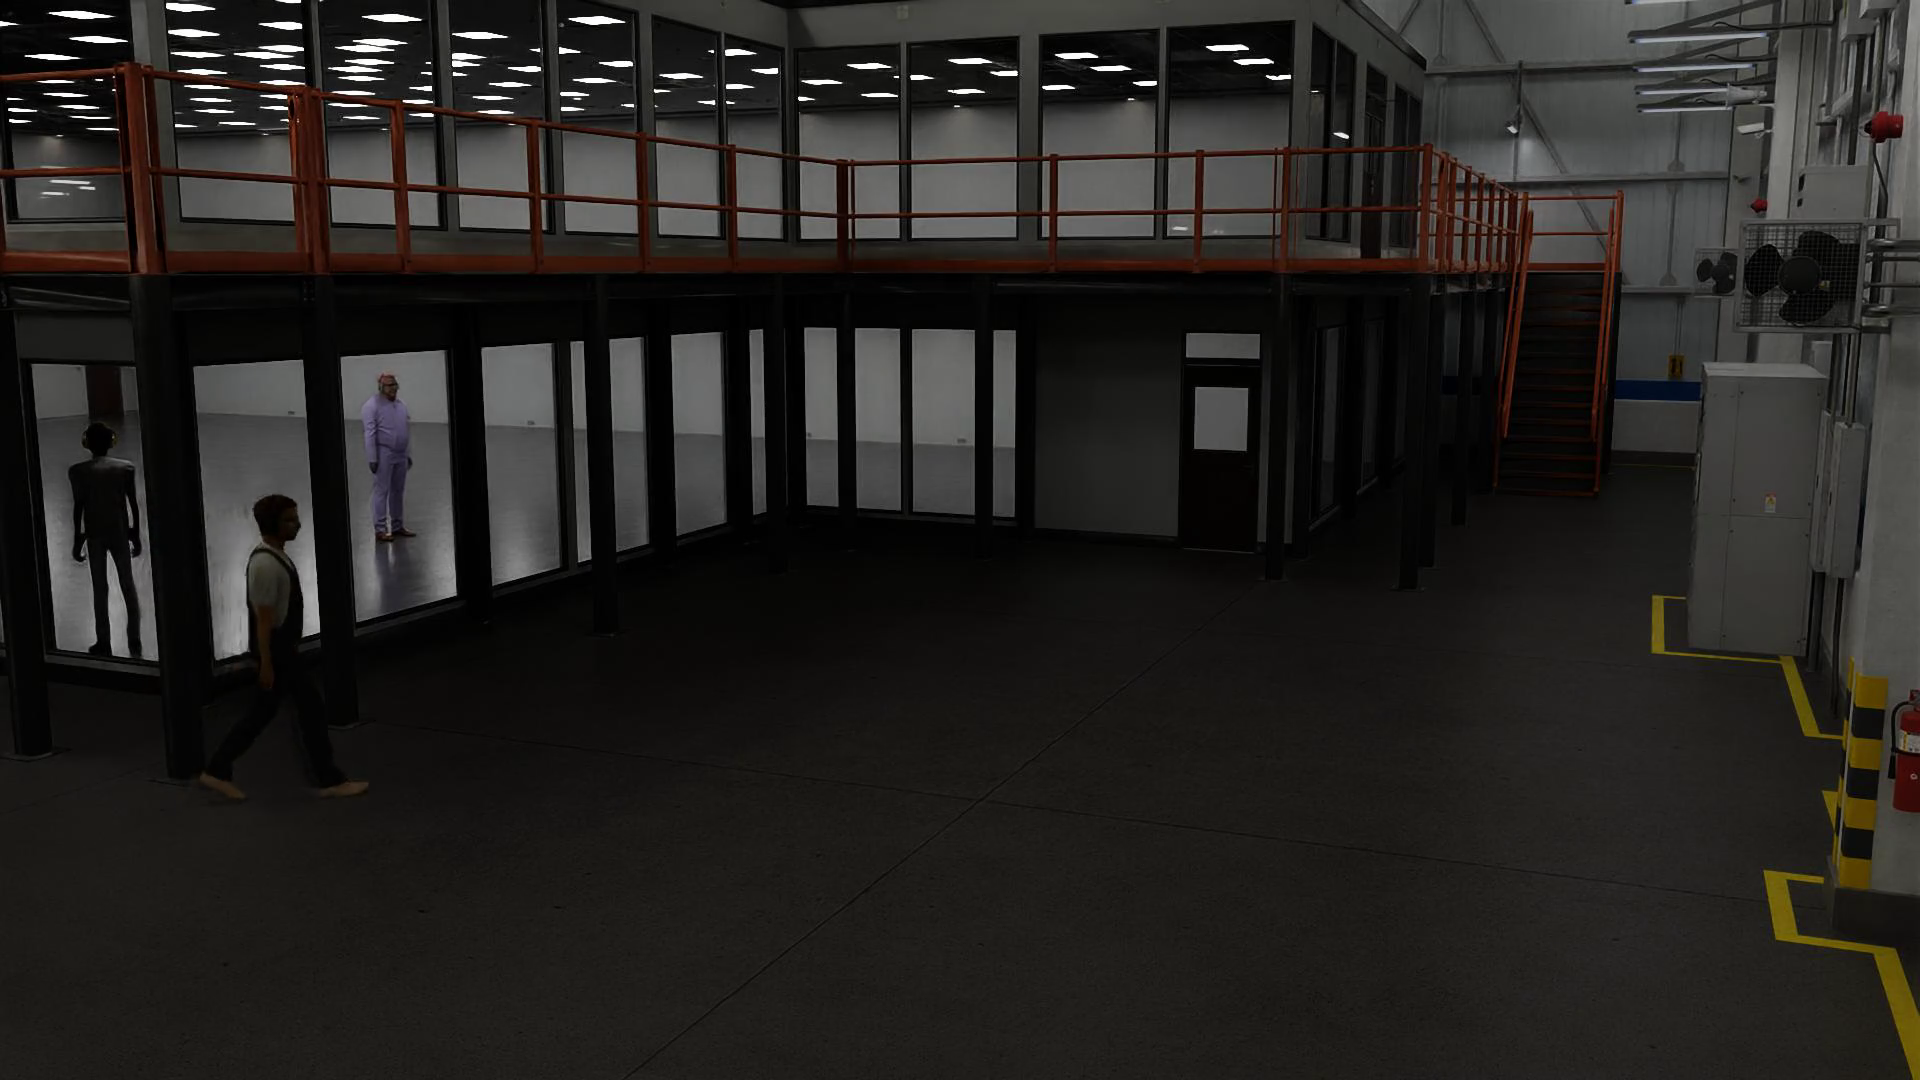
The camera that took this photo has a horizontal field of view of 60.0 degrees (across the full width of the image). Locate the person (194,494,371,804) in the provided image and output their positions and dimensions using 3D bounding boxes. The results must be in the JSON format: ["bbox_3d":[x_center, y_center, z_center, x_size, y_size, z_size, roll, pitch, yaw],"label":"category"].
[{"bbox_3d":[-3.946,0.631,9.490,0.937,1.812,0.520,-3,10,-20],"label":"person"}]
